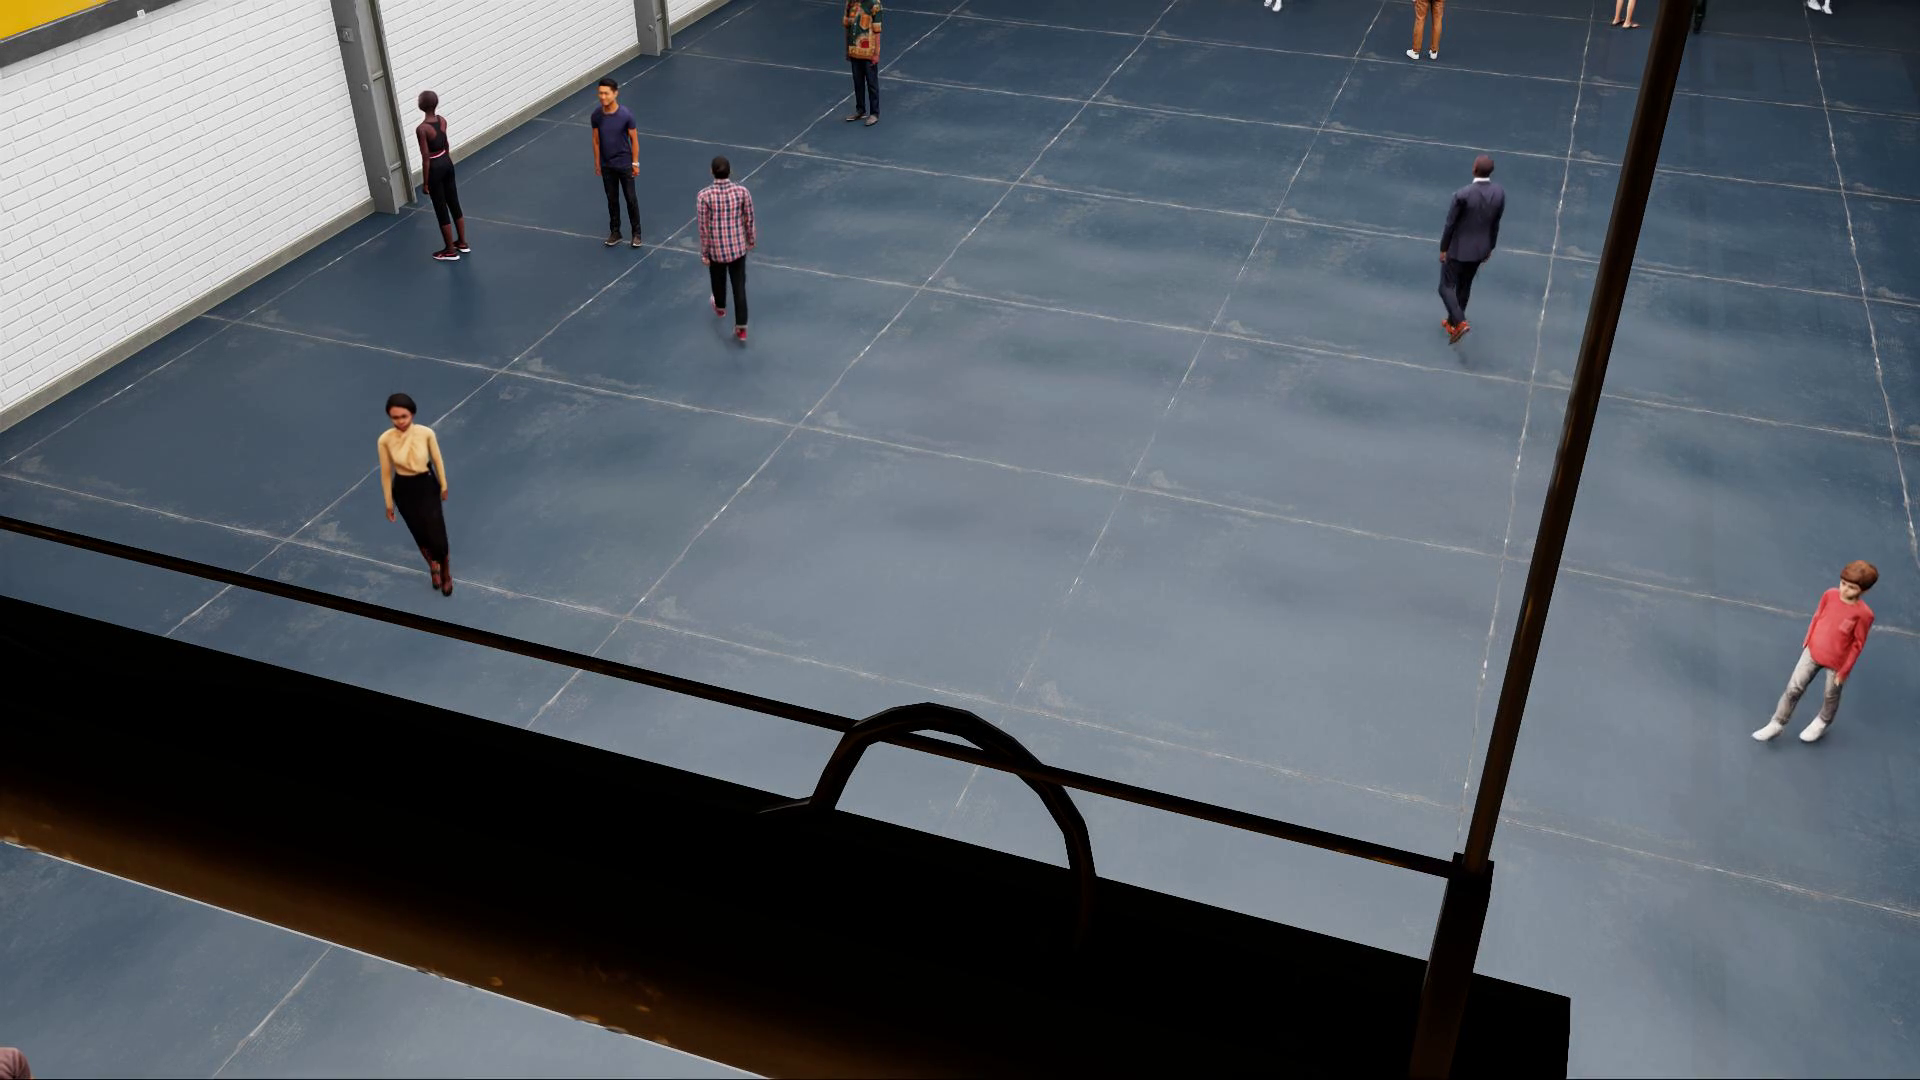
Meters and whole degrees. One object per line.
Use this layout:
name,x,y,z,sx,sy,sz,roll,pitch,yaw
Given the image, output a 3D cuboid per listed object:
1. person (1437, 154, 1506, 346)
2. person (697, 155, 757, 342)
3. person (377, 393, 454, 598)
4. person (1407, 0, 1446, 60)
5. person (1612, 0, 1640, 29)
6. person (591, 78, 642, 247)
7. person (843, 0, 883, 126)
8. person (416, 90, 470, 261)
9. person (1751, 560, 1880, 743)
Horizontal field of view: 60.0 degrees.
person,4.691,-2.635,15.321,0.949,1.803,1.056,-6,34,-9
person,-2.148,-2.681,15.461,1.136,1.724,1.251,-10,35,-15
person,-3.915,-0.346,12.023,0.735,1.642,0.793,-8,34,-11
person,6.406,-7.474,22.581,0.758,1.825,0.704,-1,34,-2
person,9.682,-8.174,23.880,0.738,1.553,0.678,-20,38,-27
person,-3.556,-3.928,17.275,0.687,1.793,0.598,4,34,7
person,-1.176,-6.042,20.442,0.762,1.808,0.740,20,39,27
person,-5.319,-3.742,17.031,0.637,1.754,0.467,13,36,19
person,5.617,0.714,10.648,0.899,1.398,0.805,-19,38,-26
